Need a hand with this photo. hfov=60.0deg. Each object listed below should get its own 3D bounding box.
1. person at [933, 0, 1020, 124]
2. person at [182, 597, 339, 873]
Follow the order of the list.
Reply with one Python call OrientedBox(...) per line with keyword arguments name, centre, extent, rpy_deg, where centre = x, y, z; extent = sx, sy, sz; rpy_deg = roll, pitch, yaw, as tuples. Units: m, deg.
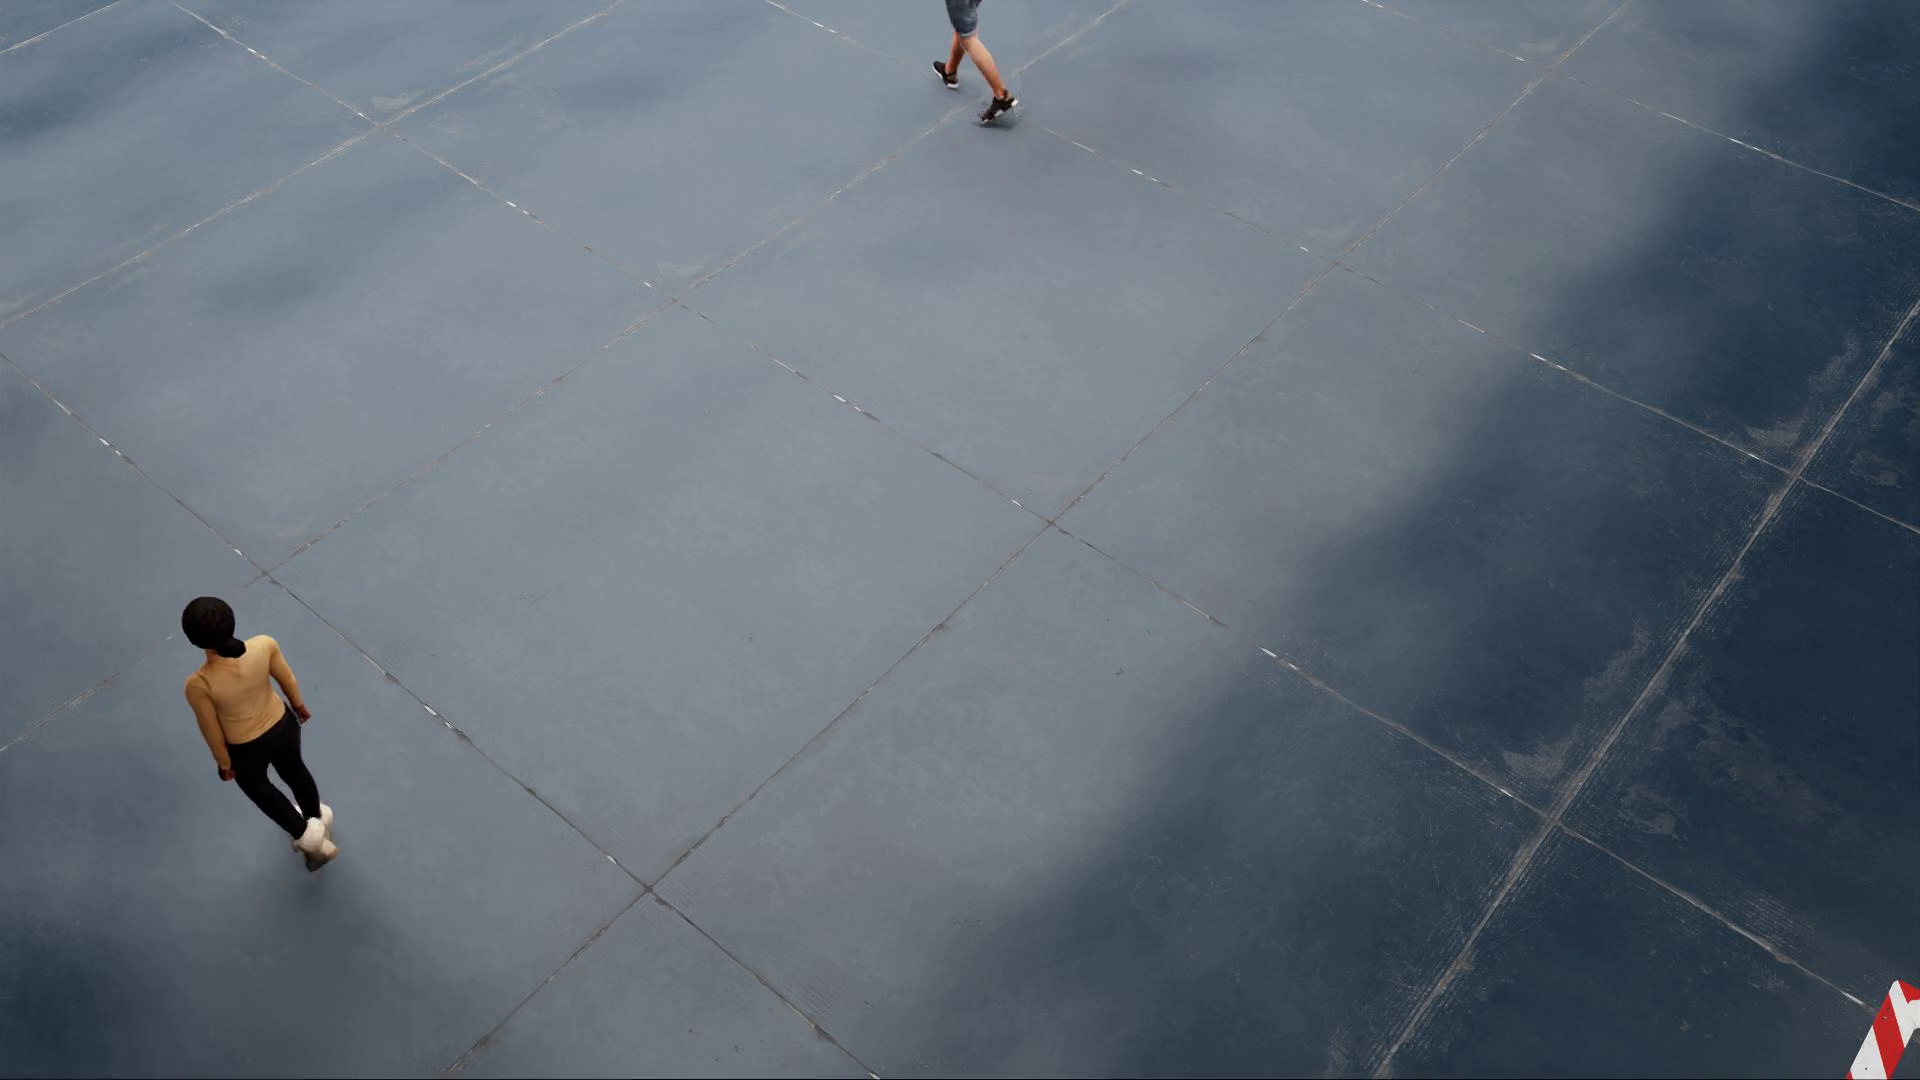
OrientedBox(name="person", centre=(0.116, -3.756, 11.306), extent=(1.211, 1.808, 0.768), rpy_deg=(34, 56, 28))
OrientedBox(name="person", centre=(-2.950, 0.880, 7.128), extent=(0.748, 1.649, 0.608), rpy_deg=(32, 55, 26))
